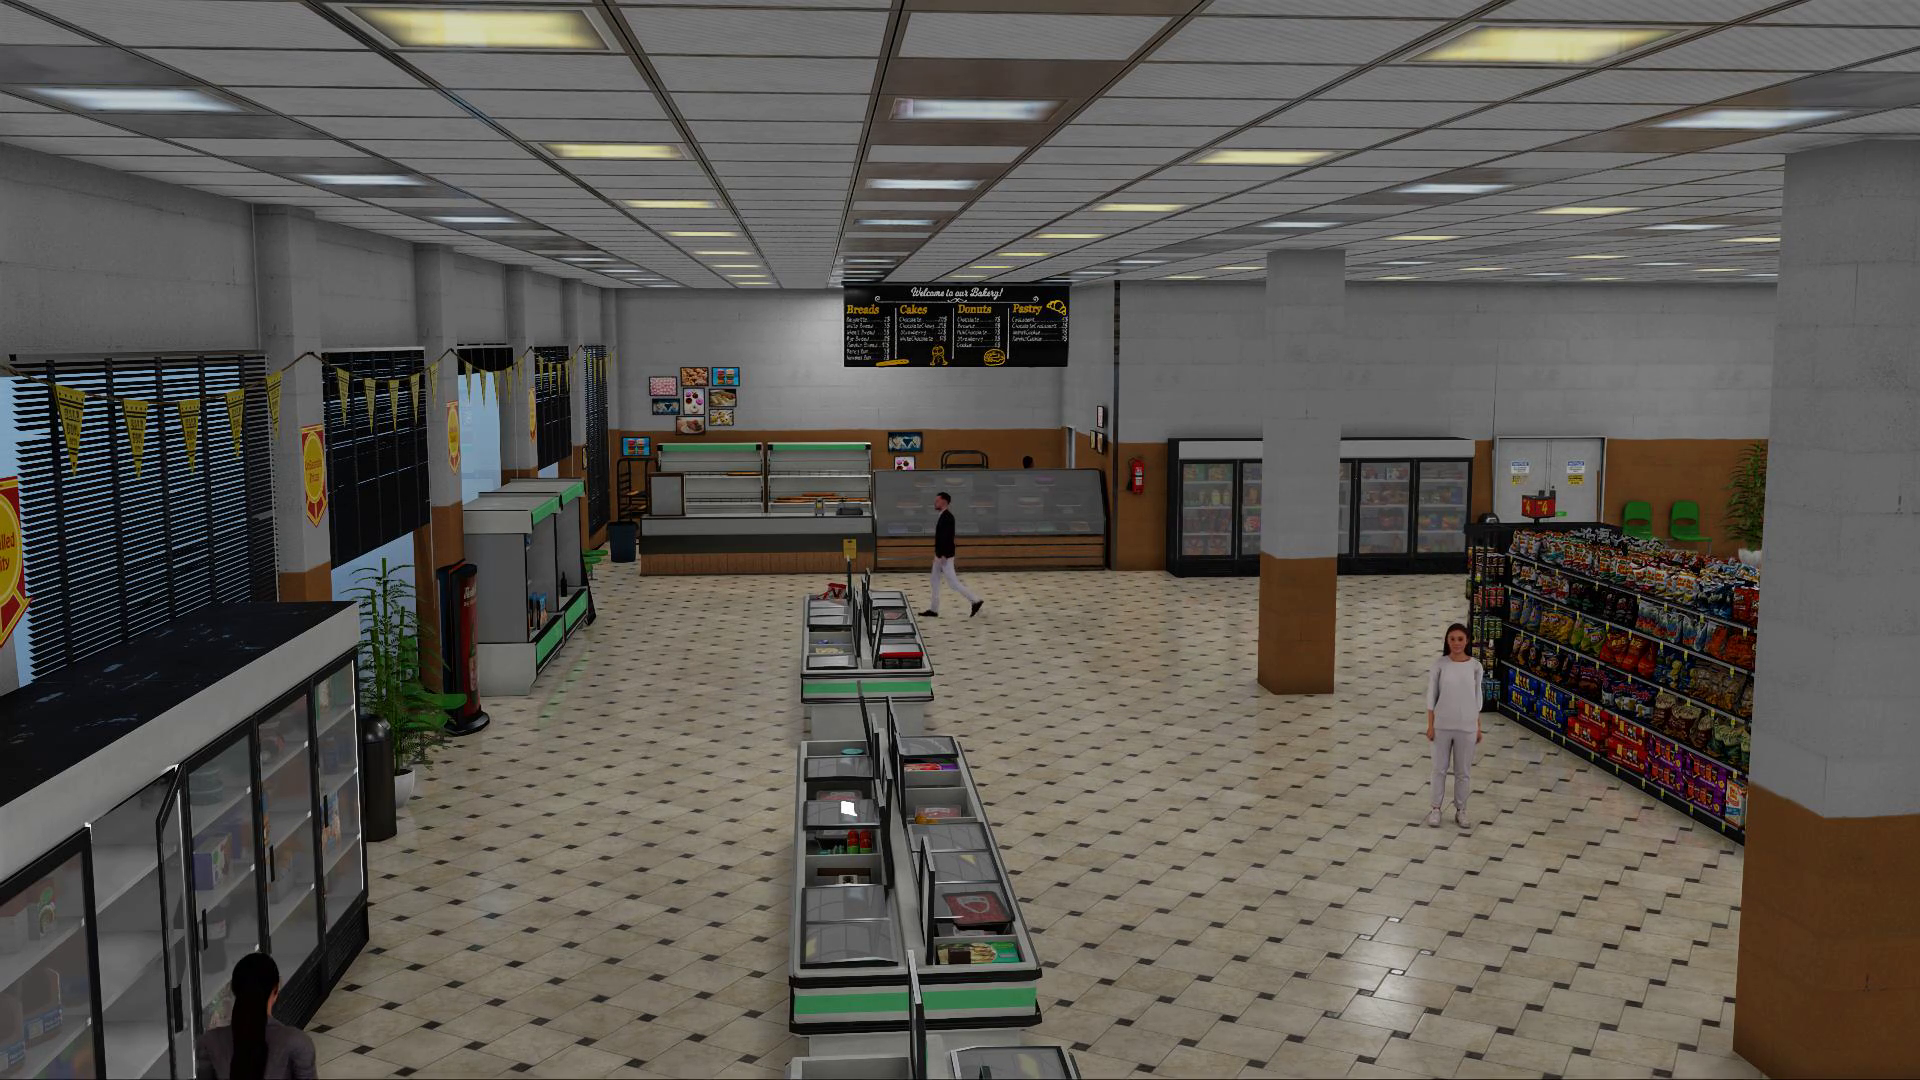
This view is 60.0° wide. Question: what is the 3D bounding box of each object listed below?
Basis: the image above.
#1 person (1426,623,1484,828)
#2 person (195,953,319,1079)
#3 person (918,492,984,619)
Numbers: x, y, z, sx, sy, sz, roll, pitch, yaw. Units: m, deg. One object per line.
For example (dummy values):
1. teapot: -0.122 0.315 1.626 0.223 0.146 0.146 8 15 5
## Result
1. person: 4.079 1.521 13.724 0.653 1.688 0.603 1 7 8
2. person: -2.697 2.427 6.321 0.656 1.665 0.790 0 7 -1
3. person: -0.103 0.245 23.778 0.811 1.810 1.139 0 7 0
